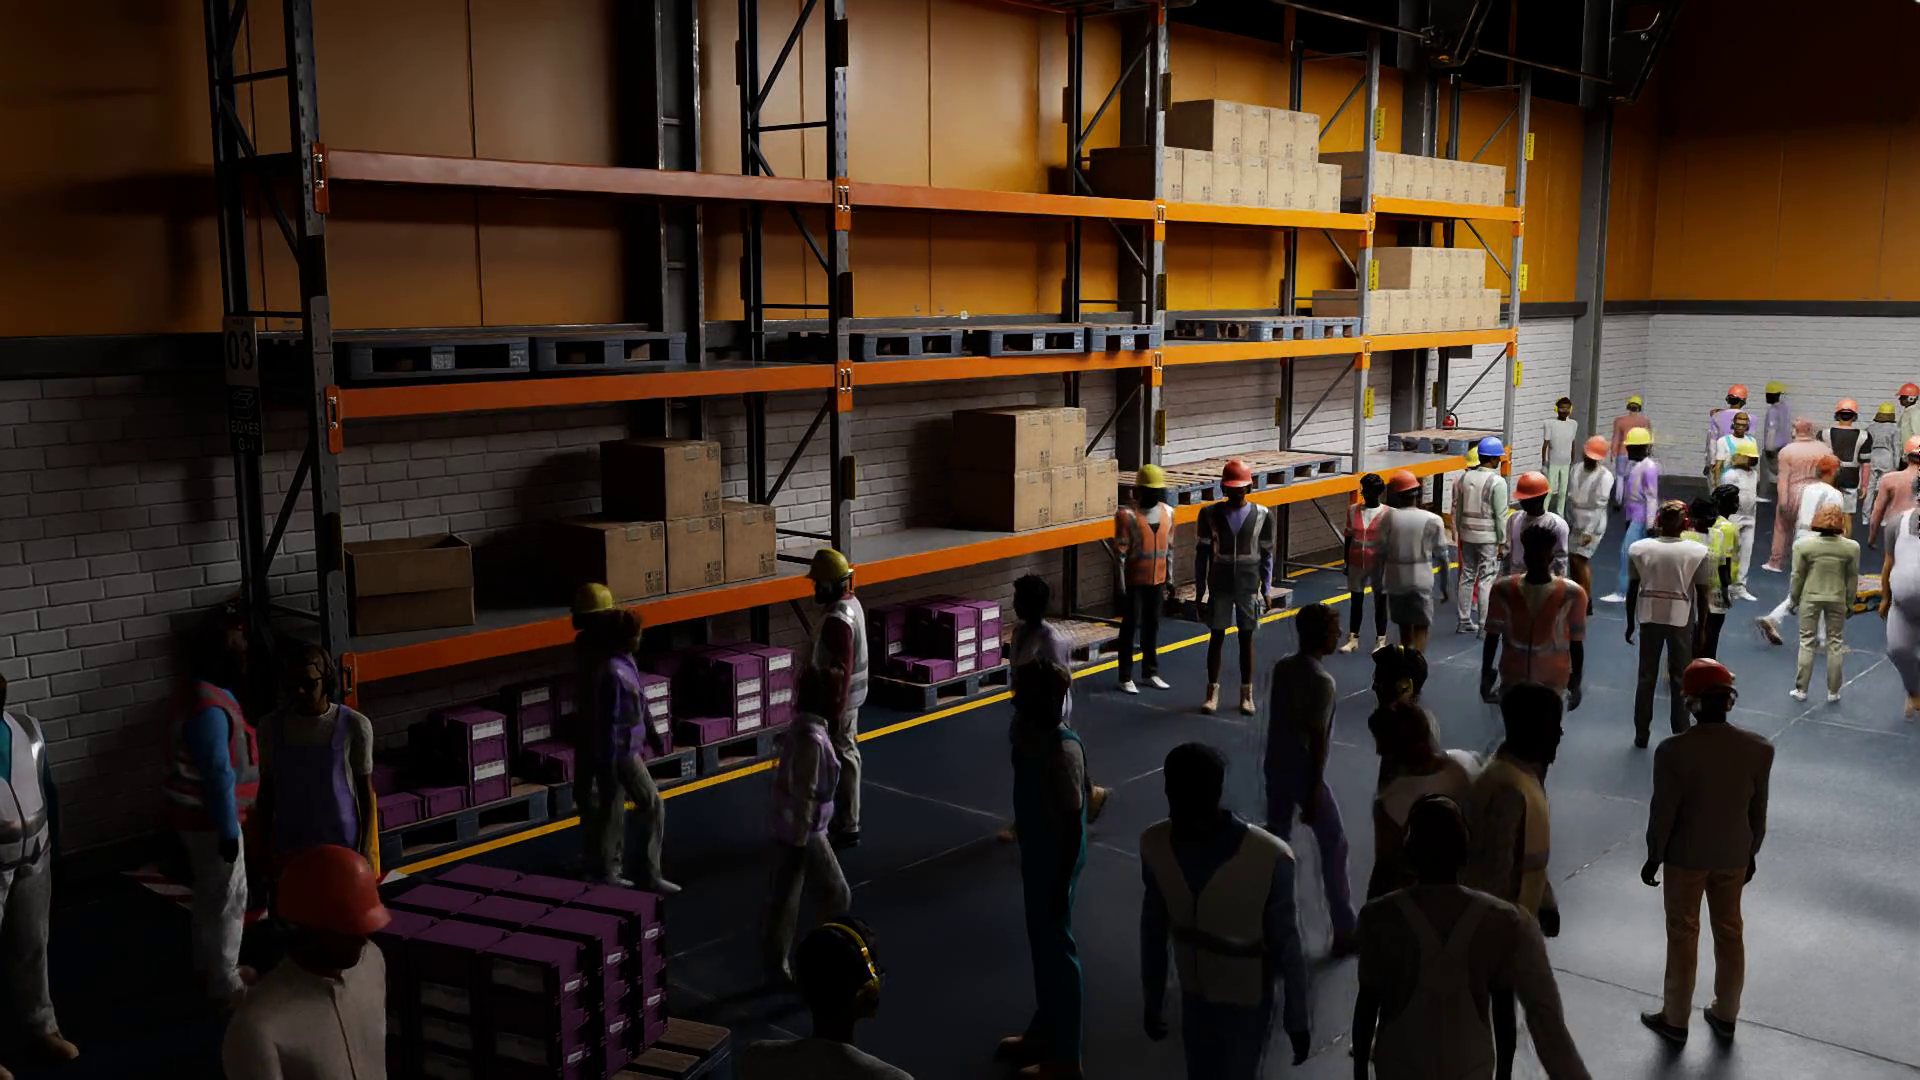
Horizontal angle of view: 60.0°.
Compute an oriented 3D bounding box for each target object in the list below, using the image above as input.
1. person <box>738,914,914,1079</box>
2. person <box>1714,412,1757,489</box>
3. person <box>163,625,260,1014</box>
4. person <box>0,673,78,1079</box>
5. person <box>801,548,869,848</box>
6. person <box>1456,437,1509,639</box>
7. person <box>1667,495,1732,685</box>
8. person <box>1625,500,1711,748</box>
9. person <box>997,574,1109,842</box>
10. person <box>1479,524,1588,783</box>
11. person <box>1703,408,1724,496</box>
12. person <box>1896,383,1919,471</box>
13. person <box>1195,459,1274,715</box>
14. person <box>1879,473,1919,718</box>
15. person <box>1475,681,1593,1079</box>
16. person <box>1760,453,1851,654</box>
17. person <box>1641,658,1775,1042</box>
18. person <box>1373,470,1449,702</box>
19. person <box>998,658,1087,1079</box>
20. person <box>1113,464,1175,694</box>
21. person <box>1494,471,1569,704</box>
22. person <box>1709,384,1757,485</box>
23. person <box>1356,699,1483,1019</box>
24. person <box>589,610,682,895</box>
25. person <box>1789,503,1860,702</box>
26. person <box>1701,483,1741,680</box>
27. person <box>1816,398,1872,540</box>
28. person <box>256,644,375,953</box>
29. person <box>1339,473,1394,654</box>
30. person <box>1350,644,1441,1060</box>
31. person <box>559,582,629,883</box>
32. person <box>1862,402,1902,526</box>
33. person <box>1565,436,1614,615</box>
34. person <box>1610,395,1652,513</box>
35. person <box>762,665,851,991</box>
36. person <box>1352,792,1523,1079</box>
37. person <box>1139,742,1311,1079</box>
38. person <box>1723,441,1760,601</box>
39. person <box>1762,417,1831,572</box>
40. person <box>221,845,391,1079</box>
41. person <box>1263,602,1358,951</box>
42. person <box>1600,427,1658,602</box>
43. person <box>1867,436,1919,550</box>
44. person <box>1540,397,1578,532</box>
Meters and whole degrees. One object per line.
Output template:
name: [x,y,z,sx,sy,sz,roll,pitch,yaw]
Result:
person: [-0.314,1.854,4.175,0.535,1.868,0.309,3,9,20]
person: [9.509,-0.653,20.424,0.516,1.841,0.325,-1,9,-7]
person: [-3.525,1.303,7.874,0.438,1.827,0.653,-4,10,-26]
person: [-4.138,1.418,7.121,0.429,1.833,0.637,4,10,24]
person: [-0.758,0.953,10.109,0.403,1.828,0.594,0,9,2]
person: [5.043,-0.023,16.023,0.405,1.945,0.615,-4,10,-26]
person: [6.169,0.459,13.767,0.545,1.664,0.736,-4,10,-26]
person: [5.154,0.627,12.157,0.564,1.847,0.396,6,11,33]
person: [0.560,1.023,10.166,0.608,1.679,0.544,-4,10,-26]
person: [3.656,0.831,10.583,0.605,1.938,0.857,5,10,29]
person: [10.752,-1.047,23.621,0.523,1.638,0.310,-6,11,-33]
person: [13.456,-1.228,23.644,0.393,1.995,0.612,3,9,18]
person: [2.166,0.374,13.160,0.615,2.041,0.376,1,9,8]
person: [7.383,0.457,12.633,0.542,2.000,0.768,-8,12,-43]
person: [2.275,1.481,6.609,1.016,1.860,0.603,3,9,19]
person: [7.851,0.131,15.350,0.709,1.859,0.674,0,9,-2]
person: [3.354,1.396,7.528,0.561,1.742,0.337,-1,9,-8]
person: [3.694,0.366,13.695,0.590,1.886,0.611,4,10,25]
person: [0.368,1.407,7.130,0.329,1.844,0.518,-2,9,-13]
person: [1.550,0.319,13.884,0.594,1.924,0.382,-5,10,-28]
person: [4.567,0.406,13.324,0.385,1.927,0.545,-7,11,-38]
person: [10.505,-1.092,22.607,0.605,2.045,0.378,8,12,43]
person: [1.885,1.513,6.619,0.667,1.804,0.387,-5,10,-31]
person: [-1.804,1.185,9.281,0.649,1.609,0.509,-2,9,-11]
person: [7.037,0.514,13.573,0.500,1.633,0.280,3,9,17]
person: [6.575,0.352,14.409,0.316,1.695,0.541,1,9,8]
person: [10.611,-0.687,20.053,0.611,2.032,0.411,4,10,26]
person: [-2.856,1.366,7.398,0.508,1.846,0.345,-1,9,-8]
person: [3.751,0.227,15.232,0.531,1.692,0.320,6,11,35]
person: [1.943,1.370,7.338,0.334,1.860,0.509,4,9,22]
person: [-2.077,1.090,9.529,0.357,1.732,0.523,-8,12,-43]
person: [12.988,-1.070,23.433,0.295,1.743,0.493,-8,12,-41]
person: [6.407,-0.145,17.027,0.427,1.884,0.587,-3,9,-17]
person: [9.998,-1.282,24.775,0.559,1.740,0.691,4,10,22]
person: [-0.691,1.392,7.953,0.585,1.608,0.527,-2,9,-11]
person: [1.491,1.702,5.262,0.505,1.839,0.348,1,9,8]
person: [0.903,1.599,5.762,0.615,1.881,0.557,8,12,43]
person: [8.407,-0.210,17.930,0.502,1.734,0.464,-4,10,-25]
person: [9.787,-0.491,19.311,0.646,1.870,0.931,-1,9,-4]
person: [-1.681,1.760,4.476,0.541,1.961,0.622,4,10,22]
person: [1.826,1.210,8.492,0.831,1.811,0.521,-4,10,-23]
person: [7.337,-0.261,17.743,0.819,1.898,0.609,1,9,8]
person: [9.204,-0.035,16.147,0.612,1.948,1.039,2,9,12]
person: [8.214,-1.031,22.792,0.532,1.864,0.312,-2,9,-10]
